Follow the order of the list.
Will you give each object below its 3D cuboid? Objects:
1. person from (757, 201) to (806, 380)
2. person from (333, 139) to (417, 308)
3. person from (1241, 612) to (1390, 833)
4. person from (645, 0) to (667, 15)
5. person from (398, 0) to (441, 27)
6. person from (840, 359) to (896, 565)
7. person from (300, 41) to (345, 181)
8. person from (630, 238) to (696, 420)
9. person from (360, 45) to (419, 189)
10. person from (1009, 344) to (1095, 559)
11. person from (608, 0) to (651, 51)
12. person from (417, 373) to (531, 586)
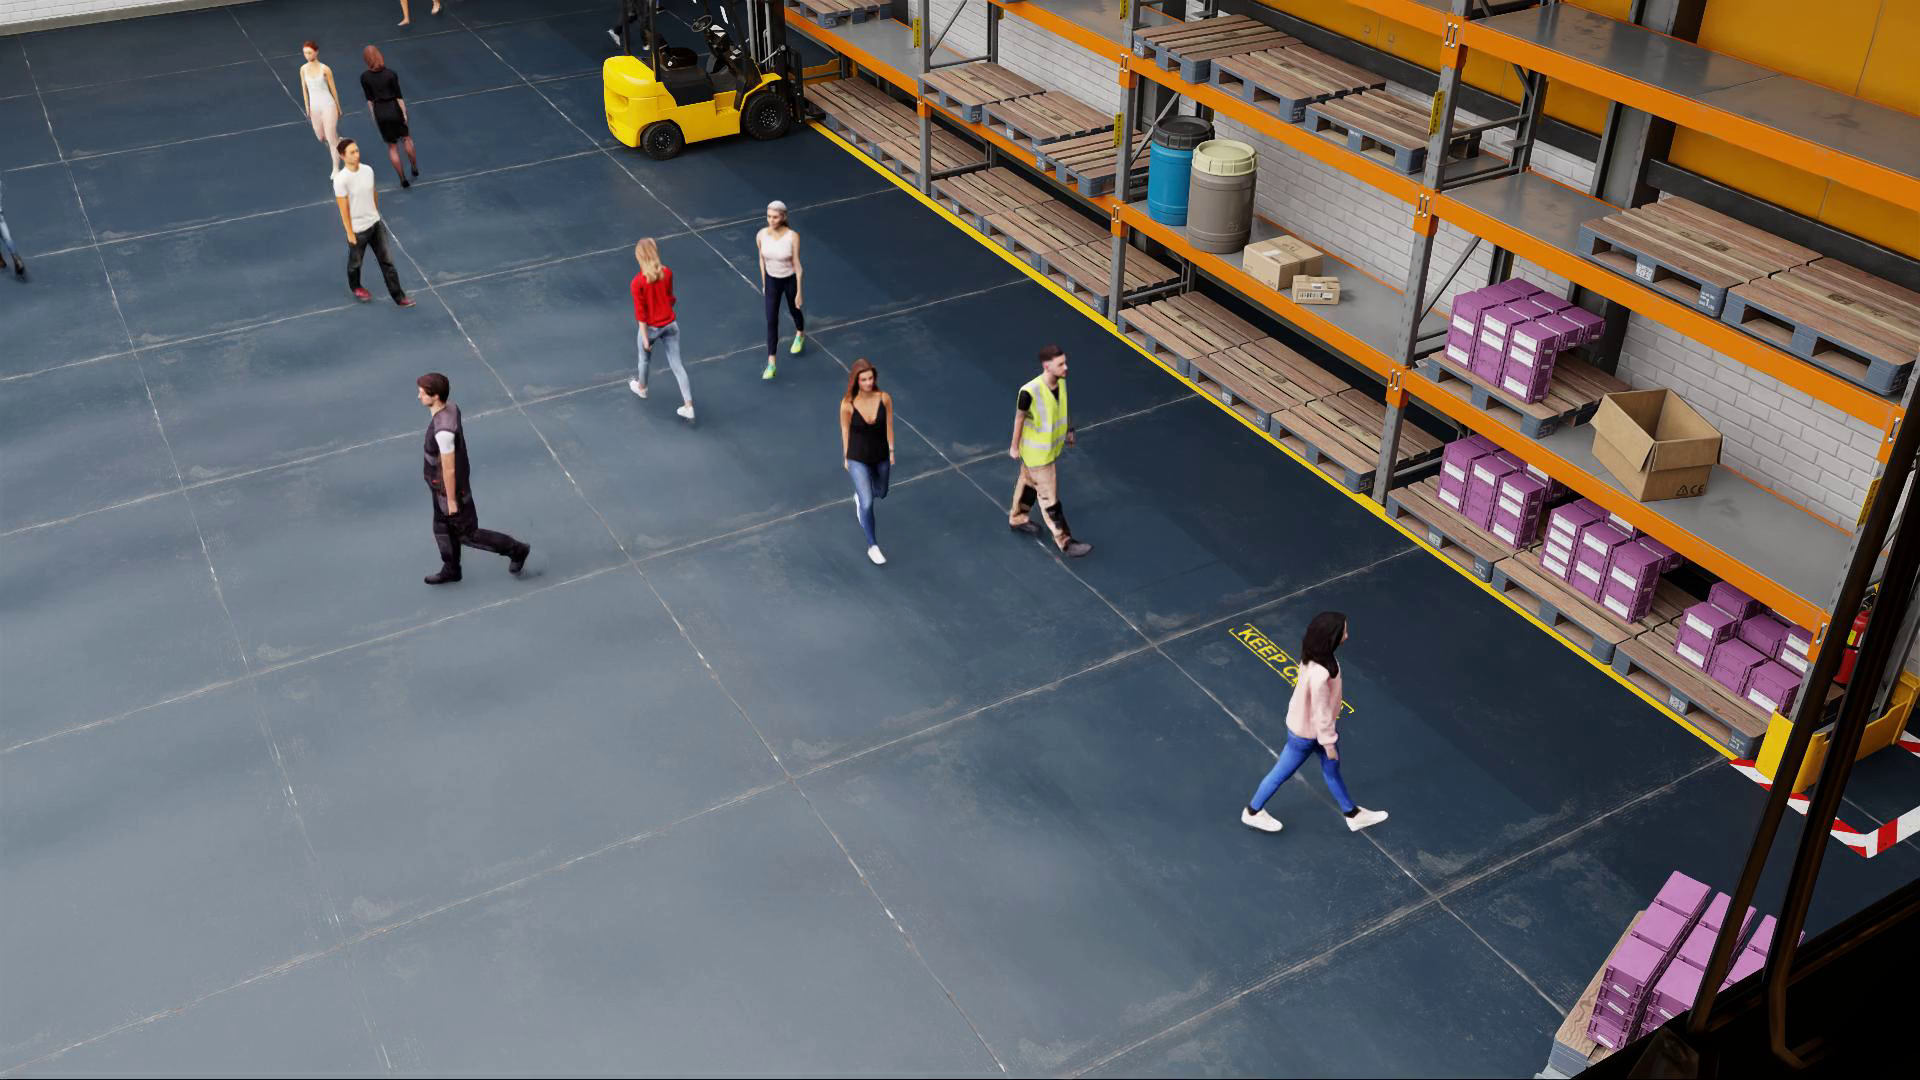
[{"bbox_3d":[-1.649,-2.447,15.877,1.127,1.650,1.192,9,35,13],"label":"person"},{"bbox_3d":[-6.127,-3.203,16.913,1.256,1.762,1.002,21,39,28],"label":"person"},{"bbox_3d":[2.078,1.174,10.367,1.205,1.719,1.135,9,35,13],"label":"person"},{"bbox_3d":[-4.857,-9.022,25.739,0.719,1.683,0.766,6,34,9],"label":"person"},{"bbox_3d":[-8.343,-8.755,25.320,1.121,1.702,1.034,17,37,23],"label":"person"},{"bbox_3d":[-0.746,-0.692,13.192,0.619,1.700,1.025,-15,36,-21],"label":"person"},{"bbox_3d":[-7.651,-5.225,20.081,0.878,1.623,1.007,3,34,4],"label":"person"},{"bbox_3d":[-2.659,-1.854,14.988,0.779,1.647,1.211,-26,42,-33],"label":"person"},{"bbox_3d":[-6.749,-4.945,19.608,0.714,1.681,0.797,-5,34,-7],"label":"person"},{"bbox_3d":[0.584,-0.747,13.190,1.257,1.794,1.020,22,40,30],"label":"person"},{"bbox_3d":[-4.801,-7.982,24.076,0.976,1.792,1.050,-3,34,-4],"label":"person"},{"bbox_3d":[-3.784,-0.439,12.700,0.882,1.823,1.078,-9,35,-13],"label":"person"}]
